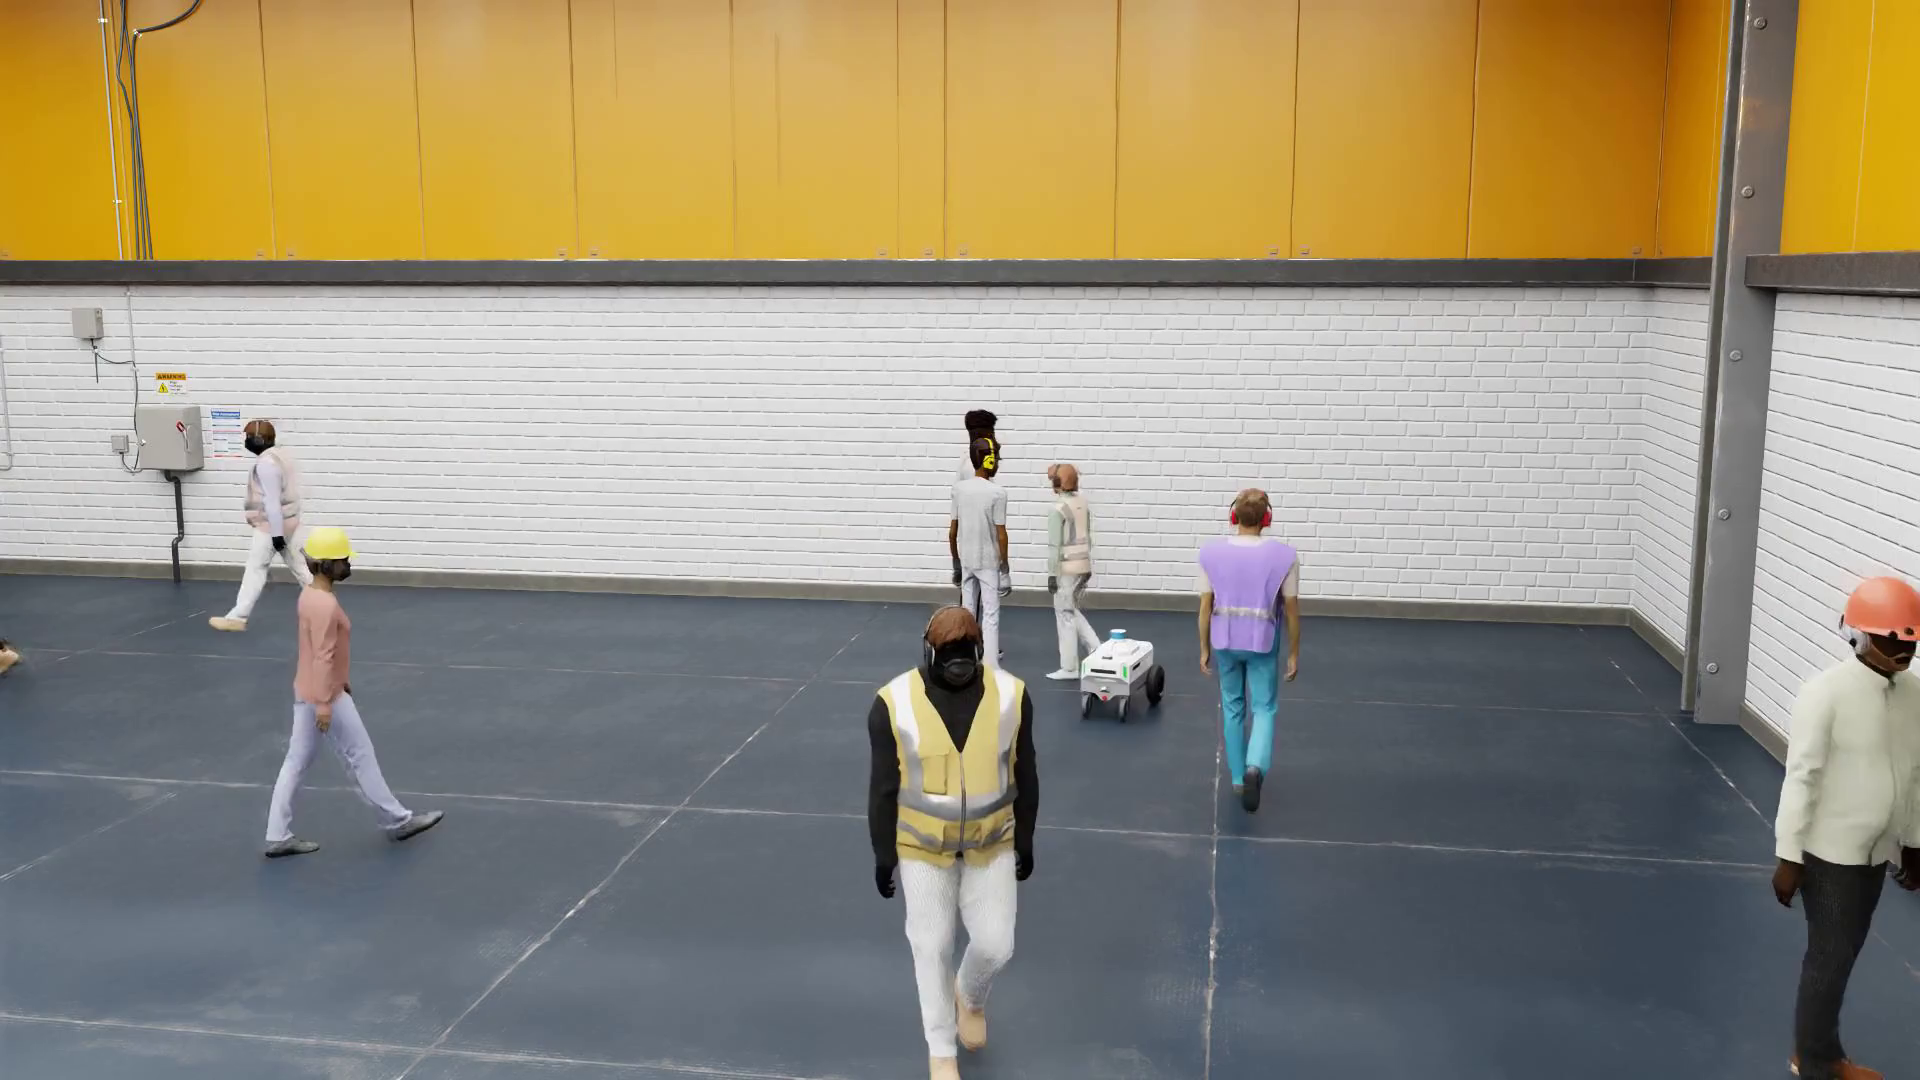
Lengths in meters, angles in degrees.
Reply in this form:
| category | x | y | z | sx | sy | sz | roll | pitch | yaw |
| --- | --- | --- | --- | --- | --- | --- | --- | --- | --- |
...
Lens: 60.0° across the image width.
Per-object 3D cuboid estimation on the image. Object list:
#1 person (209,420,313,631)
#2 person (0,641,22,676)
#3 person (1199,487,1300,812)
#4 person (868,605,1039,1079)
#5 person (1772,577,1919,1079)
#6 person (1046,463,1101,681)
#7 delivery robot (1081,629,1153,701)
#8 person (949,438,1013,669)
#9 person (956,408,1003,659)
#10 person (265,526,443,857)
| category | x | y | z | sx | sy | sz | roll | pitch | yaw |
| --- | --- | --- | --- | --- | --- | --- | --- | --- | --- |
| person | -5.819 | -0.125 | 14.071 | 0.989 | 1.790 | 0.644 | -2 | 9 | -9 |
| person | -7.317 | 0.255 | 12.072 | 0.536 | 1.667 | 0.755 | 6 | 11 | 33 |
| person | 1.616 | 0.620 | 9.373 | 0.573 | 1.821 | 0.731 | 3 | 10 | 15 |
| person | -0.024 | 1.132 | 6.179 | 0.653 | 1.827 | 0.448 | -1 | 9 | -8 |
| person | 3.202 | 1.101 | 5.941 | 0.676 | 1.973 | 0.521 | -5 | 10 | -26 |
| person | 0.825 | 0.238 | 12.294 | 0.419 | 1.620 | 0.589 | 5 | 10 | 28 |
| delivery robot | 1.090 | 0.860 | 11.474 | 0.477 | 0.478 | 0.707 | 4 | 10 | 22 |
| person | 0.152 | 0.204 | 11.786 | 0.520 | 1.865 | 0.335 | 7 | 12 | 39 |
| person | 0.140 | -0.053 | 13.053 | 0.367 | 1.966 | 0.605 | -1 | 9 | -6 |
| person | -3.229 | 0.779 | 8.659 | 0.895 | 1.712 | 0.547 | -6 | 11 | -31 |
